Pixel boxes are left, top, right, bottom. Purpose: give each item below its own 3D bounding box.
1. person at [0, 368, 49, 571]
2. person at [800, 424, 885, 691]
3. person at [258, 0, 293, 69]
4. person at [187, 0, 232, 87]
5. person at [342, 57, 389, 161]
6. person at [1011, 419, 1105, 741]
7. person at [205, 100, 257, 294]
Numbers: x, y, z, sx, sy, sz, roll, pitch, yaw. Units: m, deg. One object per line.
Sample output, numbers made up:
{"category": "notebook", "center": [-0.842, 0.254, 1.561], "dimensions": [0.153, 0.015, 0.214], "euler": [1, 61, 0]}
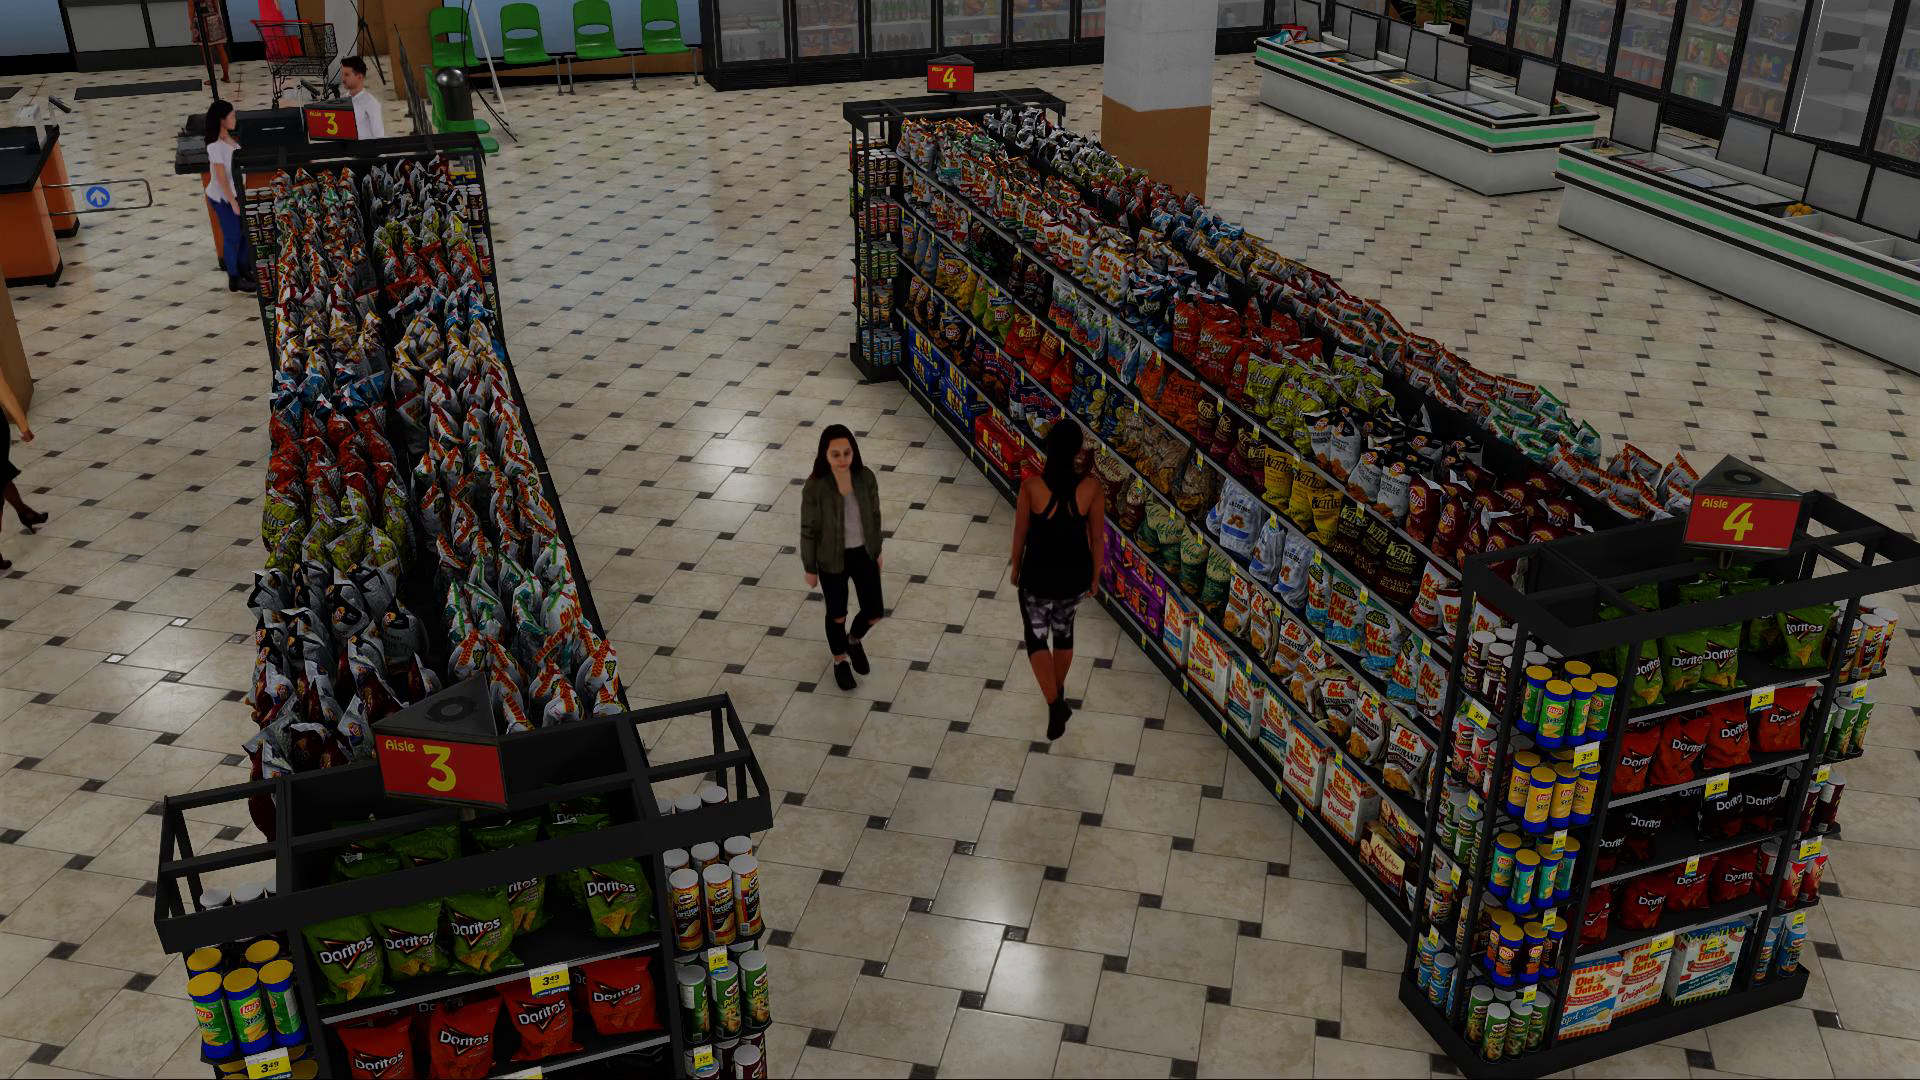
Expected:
{"category": "person", "center": [-5.671, -0.557, 9.548], "dimensions": [0.850, 1.630, 1.012], "euler": [3, 27, 6]}
{"category": "person", "center": [-0.608, 0.068, 8.497], "dimensions": [0.600, 1.467, 0.569], "euler": [-11, 29, -20]}
{"category": "person", "center": [-9.496, -7.365, 22.869], "dimensions": [0.695, 1.724, 0.544], "euler": [-14, 30, -26]}
{"category": "person", "center": [-9.966, -6.863, 21.968], "dimensions": [0.739, 1.645, 0.723], "euler": [17, 32, 30]}
{"category": "person", "center": [-5.223, -3.396, 14.903], "dimensions": [1.023, 1.851, 0.950], "euler": [22, 34, 37]}
{"category": "person", "center": [0.464, 0.203, 8.032], "dimensions": [0.707, 1.646, 0.985], "euler": [-3, 27, -6]}
{"category": "person", "center": [-6.269, -2.857, 14.056], "dimensions": [0.760, 1.655, 0.602], "euler": [-4, 27, -9]}
